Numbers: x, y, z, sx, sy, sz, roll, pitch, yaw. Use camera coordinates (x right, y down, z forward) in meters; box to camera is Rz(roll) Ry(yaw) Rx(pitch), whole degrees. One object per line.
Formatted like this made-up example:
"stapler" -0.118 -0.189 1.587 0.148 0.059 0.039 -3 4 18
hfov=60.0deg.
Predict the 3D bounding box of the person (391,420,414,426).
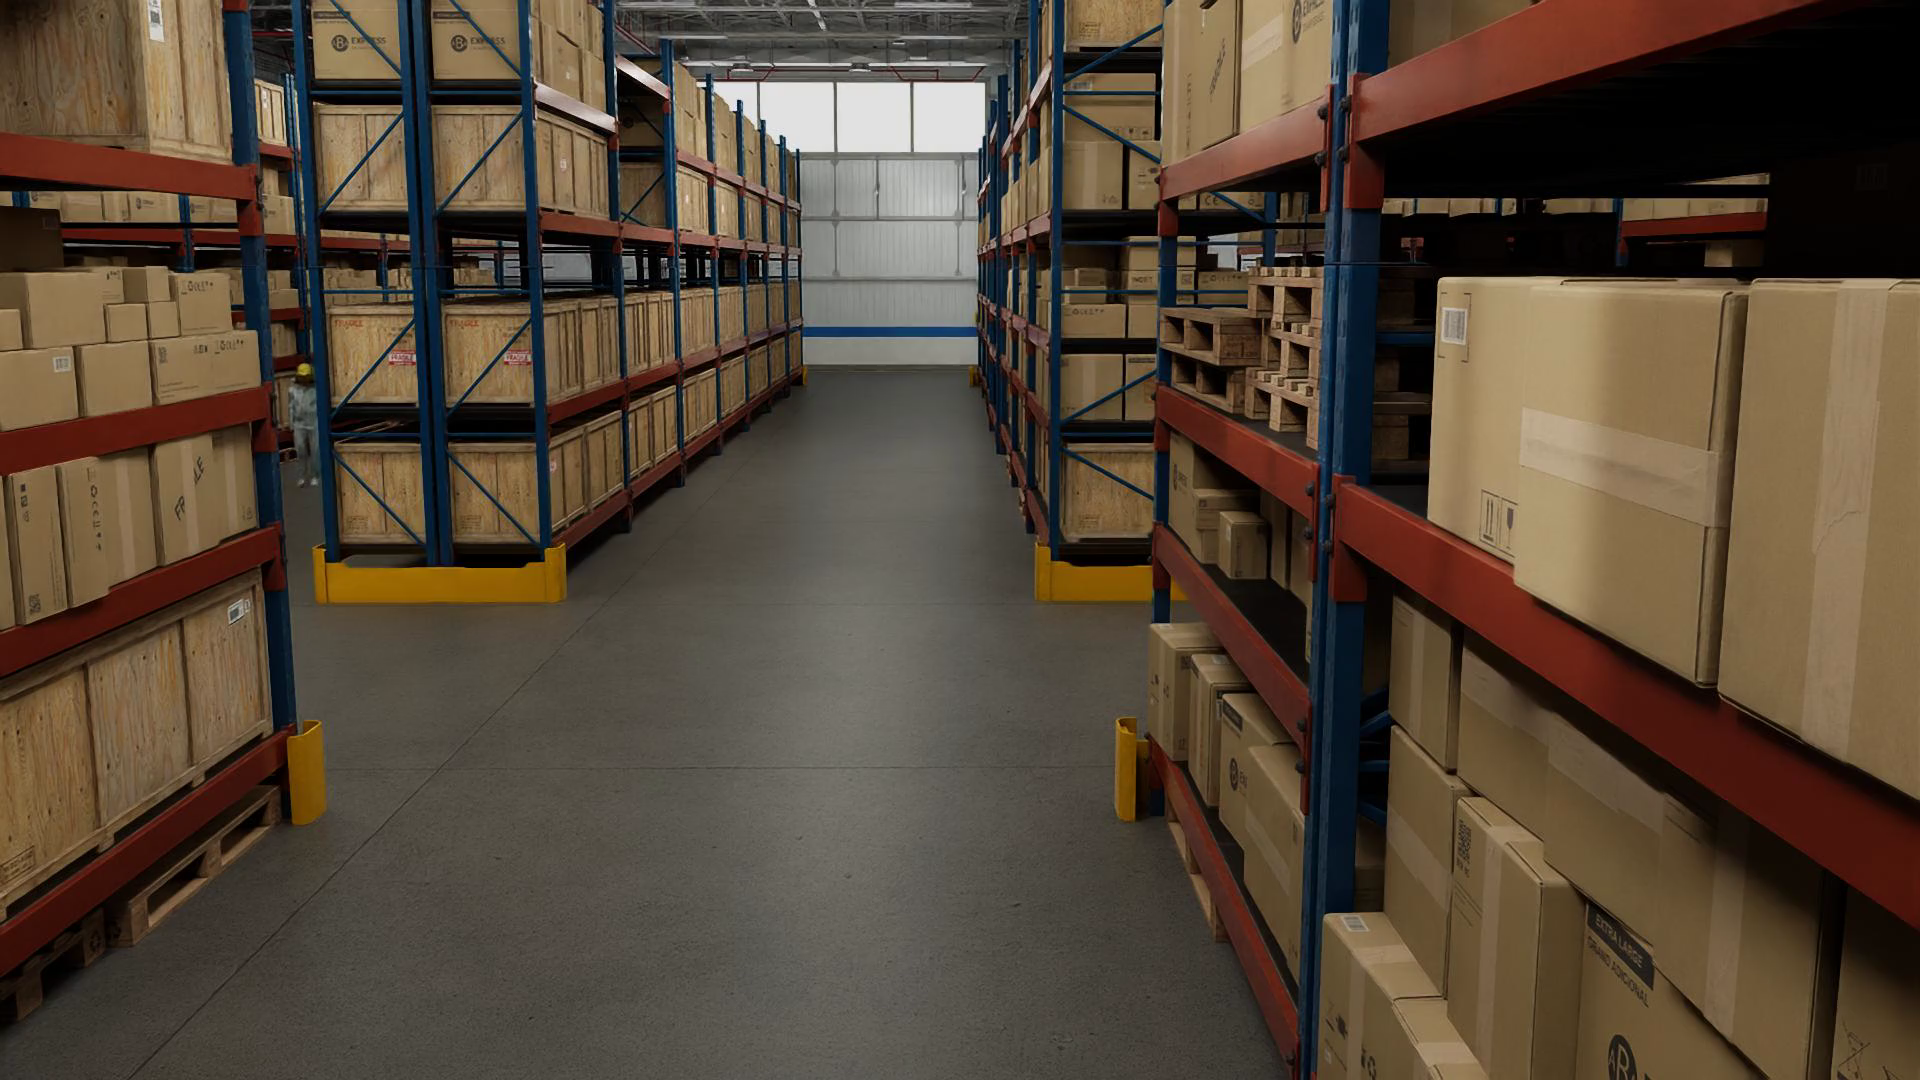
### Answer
"person" -9.153 -2.338 27.321 0.641 1.866 0.947 -1 9 -7

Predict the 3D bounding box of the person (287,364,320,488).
"person" -9.046 -1.568 23.029 0.512 1.701 0.849 -2 10 -14
